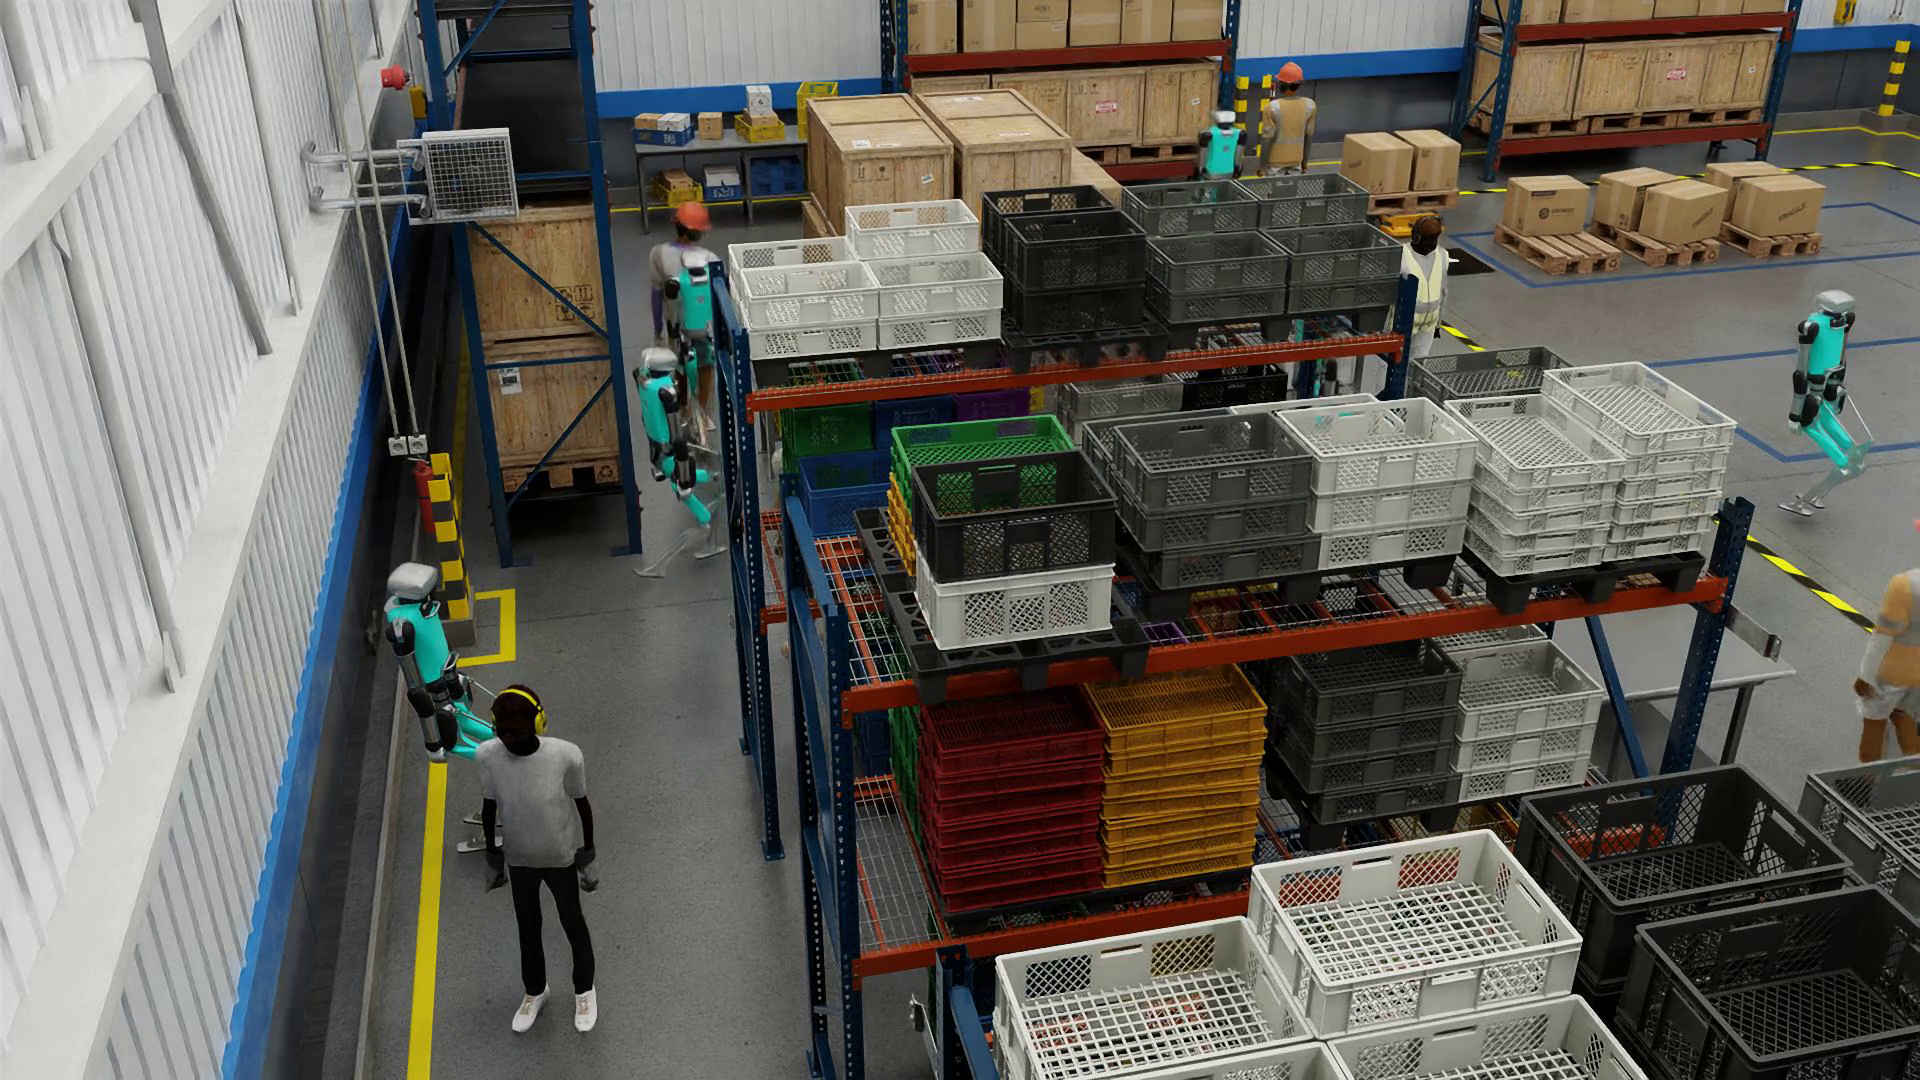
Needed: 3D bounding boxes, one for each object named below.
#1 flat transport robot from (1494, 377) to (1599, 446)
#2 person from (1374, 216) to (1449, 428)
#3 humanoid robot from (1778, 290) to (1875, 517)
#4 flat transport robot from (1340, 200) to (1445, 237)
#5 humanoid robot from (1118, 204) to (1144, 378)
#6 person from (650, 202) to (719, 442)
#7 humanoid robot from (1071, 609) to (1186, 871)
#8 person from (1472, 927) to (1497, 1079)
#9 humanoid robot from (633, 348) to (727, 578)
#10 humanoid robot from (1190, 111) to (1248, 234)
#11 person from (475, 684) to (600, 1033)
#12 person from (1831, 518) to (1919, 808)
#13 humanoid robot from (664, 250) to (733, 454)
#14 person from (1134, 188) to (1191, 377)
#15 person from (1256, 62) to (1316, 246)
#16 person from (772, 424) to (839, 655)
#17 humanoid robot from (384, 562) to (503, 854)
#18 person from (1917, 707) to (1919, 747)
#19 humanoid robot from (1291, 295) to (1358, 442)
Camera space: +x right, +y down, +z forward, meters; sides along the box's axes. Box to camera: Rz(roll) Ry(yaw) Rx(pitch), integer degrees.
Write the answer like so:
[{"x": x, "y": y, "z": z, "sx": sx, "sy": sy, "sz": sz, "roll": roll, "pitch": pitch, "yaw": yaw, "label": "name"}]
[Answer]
[{"x": 4.780, "y": -1.036, "z": 14.013, "sx": 0.659, "sy": 0.231, "sz": 1.431, "roll": -6, "pitch": 28, "yaw": -12, "label": "flat transport robot"}, {"x": 3.734, "y": -1.783, "z": 13.754, "sx": 0.622, "sy": 1.837, "sz": 0.429, "roll": -9, "pitch": 29, "yaw": -17, "label": "person"}, {"x": 6.402, "y": -0.944, "z": 12.119, "sx": 0.533, "sy": 1.677, "sz": 0.735, "roll": -16, "pitch": 32, "yaw": -27, "label": "humanoid robot"}, {"x": 4.996, "y": -3.831, "z": 19.285, "sx": 0.652, "sy": 0.197, "sz": 1.431, "roll": -6, "pitch": 28, "yaw": -12, "label": "flat transport robot"}, {"x": 1.524, "y": -2.154, "z": 14.625, "sx": 0.360, "sy": 1.654, "sz": 0.589, "roll": -21, "pitch": 34, "yaw": -34, "label": "humanoid robot"}, {"x": -2.208, "y": -1.775, "z": 13.595, "sx": 0.658, "sy": 2.003, "sz": 0.720, "roll": 8, "pitch": 29, "yaw": 16, "label": "person"}, {"x": 0.943, "y": 1.090, "z": 8.543, "sx": 0.821, "sy": 1.638, "sz": 0.609, "roll": -2, "pitch": 28, "yaw": -5, "label": "humanoid robot"}, {"x": 1.847, "y": 2.157, "z": 6.256, "sx": 0.444, "sy": 1.852, "sz": 0.513, "roll": -4, "pitch": 28, "yaw": -8, "label": "person"}, {"x": -1.876, "y": -0.534, "z": 11.460, "sx": 0.987, "sy": 1.731, "sz": 0.548, "roll": -18, "pitch": 33, "yaw": -30, "label": "humanoid robot"}, {"x": 2.613, "y": -3.662, "z": 17.439, "sx": 0.547, "sy": 1.742, "sz": 1.034, "roll": -8, "pitch": 29, "yaw": -15, "label": "humanoid robot"}, {"x": -1.909, "y": 1.457, "z": 7.566, "sx": 0.528, "sy": 1.868, "sz": 0.311, "roll": 0, "pitch": 28, "yaw": 1, "label": "person"}, {"x": 5.134, "y": 0.685, "z": 8.971, "sx": 0.562, "sy": 1.924, "sz": 0.528, "roll": -5, "pitch": 28, "yaw": -9, "label": "person"}, {"x": -2.107, "y": -1.569, "z": 13.442, "sx": 0.538, "sy": 1.724, "sz": 0.991, "roll": -8, "pitch": 29, "yaw": -16, "label": "humanoid robot"}, {"x": 1.756, "y": -2.140, "z": 14.365, "sx": 0.473, "sy": 1.902, "sz": 0.589, "roll": -6, "pitch": 28, "yaw": -10, "label": "person"}, {"x": 3.488, "y": -4.107, "z": 17.935, "sx": 0.606, "sy": 2.047, "sz": 0.366, "roll": -8, "pitch": 29, "yaw": -15, "label": "person"}, {"x": -0.939, "y": -0.076, "z": 10.501, "sx": 0.513, "sy": 1.842, "sz": 0.326, "roll": -18, "pitch": 33, "yaw": -31, "label": "person"}, {"x": -2.511, "y": 0.879, "z": 8.659, "sx": 0.735, "sy": 1.677, "sz": 0.533, "roll": -1, "pitch": 28, "yaw": -1, "label": "humanoid robot"}, {"x": 5.802, "y": 0.453, "z": 9.502, "sx": 0.592, "sy": 1.840, "sz": 0.525, "roll": -7, "pitch": 29, "yaw": -13, "label": "person"}, {"x": 2.846, "y": -1.131, "z": 12.670, "sx": 0.749, "sy": 1.842, "sz": 0.544, "roll": -10, "pitch": 30, "yaw": -19, "label": "humanoid robot"}]
